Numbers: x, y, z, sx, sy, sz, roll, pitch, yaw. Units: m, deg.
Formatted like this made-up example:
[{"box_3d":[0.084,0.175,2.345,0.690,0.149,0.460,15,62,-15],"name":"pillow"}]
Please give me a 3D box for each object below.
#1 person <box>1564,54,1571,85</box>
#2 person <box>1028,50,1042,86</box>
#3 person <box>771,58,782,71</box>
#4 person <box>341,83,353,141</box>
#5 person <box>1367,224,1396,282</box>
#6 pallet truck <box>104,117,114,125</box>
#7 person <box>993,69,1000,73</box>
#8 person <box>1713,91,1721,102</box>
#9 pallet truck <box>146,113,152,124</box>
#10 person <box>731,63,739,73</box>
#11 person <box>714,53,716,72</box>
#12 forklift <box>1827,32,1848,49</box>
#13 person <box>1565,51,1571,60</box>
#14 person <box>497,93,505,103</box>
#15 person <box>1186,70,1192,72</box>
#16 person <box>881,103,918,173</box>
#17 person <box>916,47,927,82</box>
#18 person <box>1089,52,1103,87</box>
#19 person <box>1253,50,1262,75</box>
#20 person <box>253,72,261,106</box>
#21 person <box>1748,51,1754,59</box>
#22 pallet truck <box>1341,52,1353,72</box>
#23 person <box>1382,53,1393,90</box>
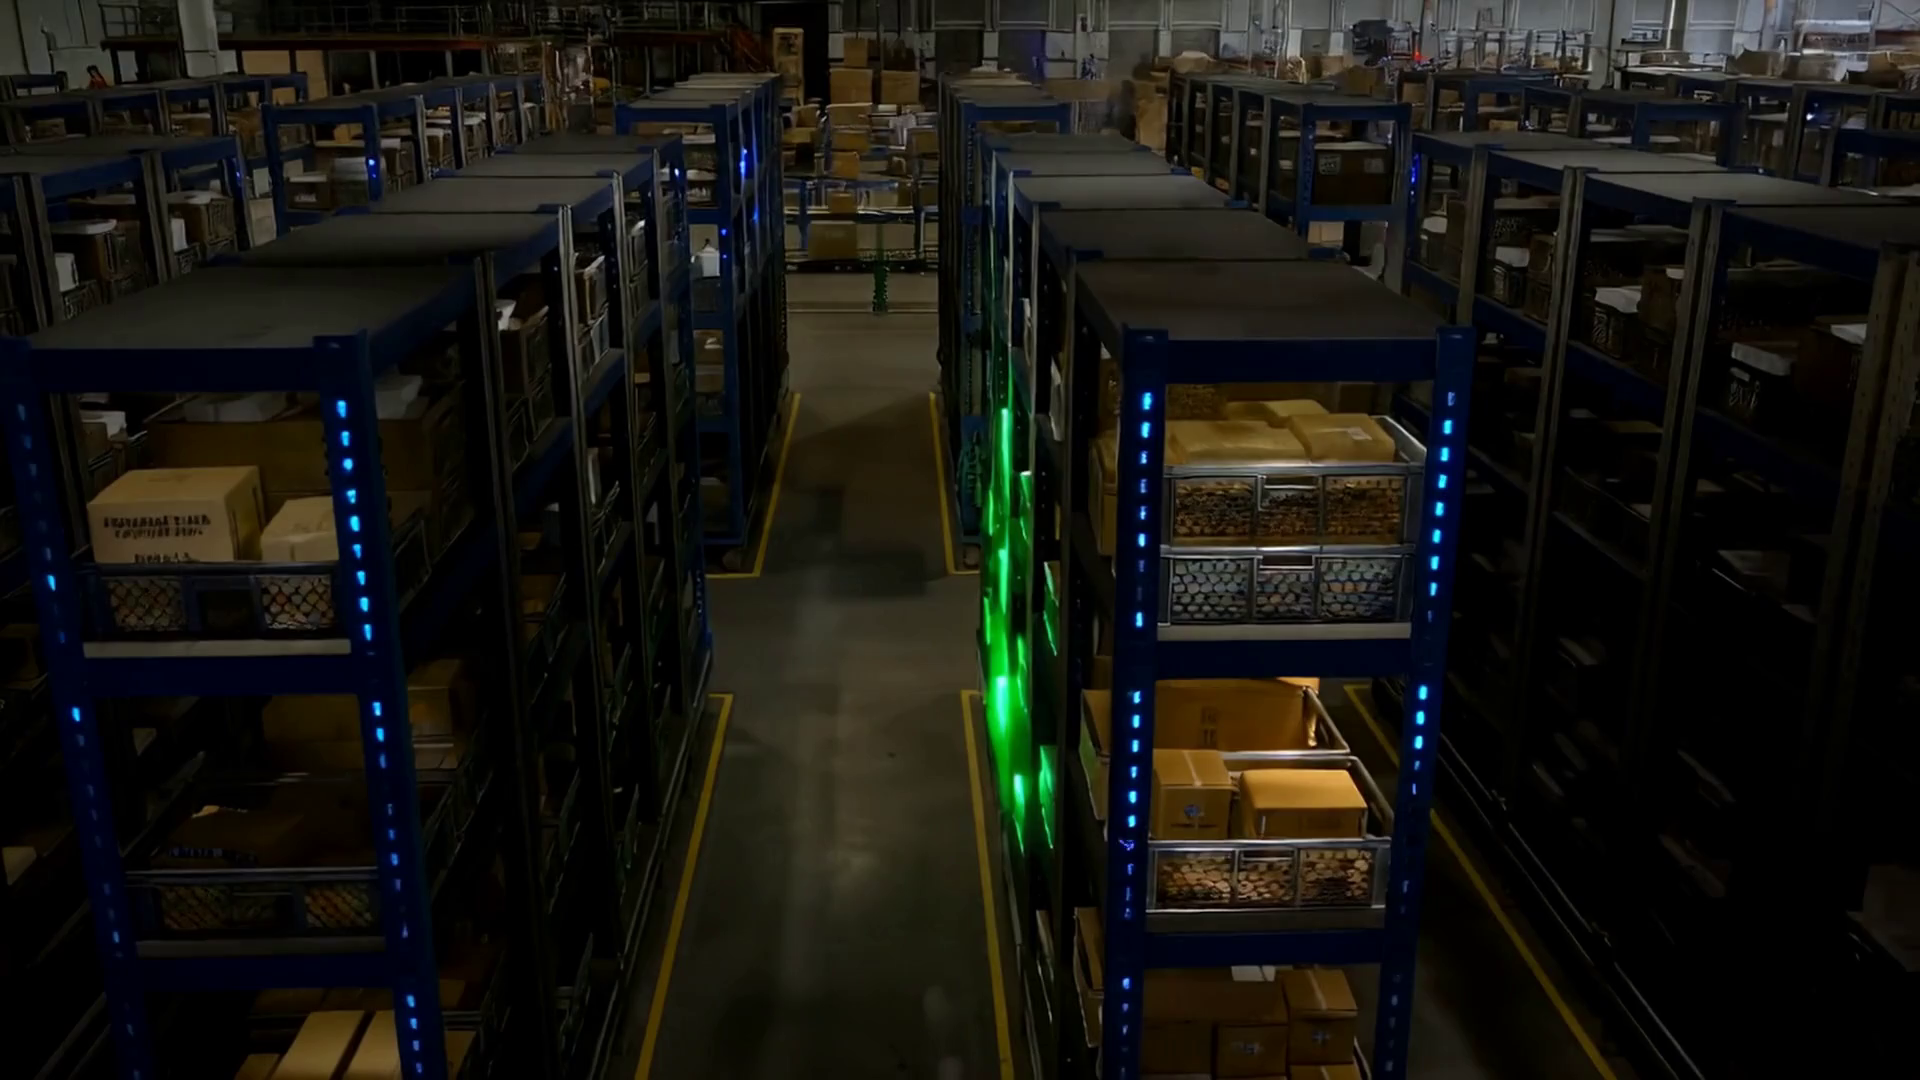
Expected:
[{"box_3d":[32.487,-25.217,89.192,0.927,1.694,0.495,-17,24,-42],"name":"person"},{"box_3d":[4.023,-25.364,89.376,0.988,1.873,0.595,9,20,26],"name":"person"},{"box_3d":[-9.749,-25.185,88.780,0.568,1.884,1.003,-12,21,-33],"name":"person"},{"box_3d":[-19.315,-13.470,52.543,0.344,1.882,0.585,-1,18,-3],"name":"person"},{"box_3d":[4.878,-2.763,19.425,0.921,1.877,0.627,-1,18,-3],"name":"person"},{"box_3d":[-18.367,-7.885,35.078,1.885,1.965,0.823,1,18,2],"name":"pallet truck"},{"box_3d":[1.348,-16.393,61.336,1.050,2.000,0.680,1,18,2],"name":"person"},{"box_3d":[24.985,-14.153,54.634,0.553,1.908,0.893,8,20,23],"name":"person"},{"box_3d":[-18.087,-8.309,36.390,1.885,1.965,0.823,-1,18,-4],"name":"pallet truck"},{"box_3d":[-8.911,-17.727,65.485,0.612,2.028,0.723,15,23,39],"name":"person"},{"box_3d":[-13.493,-25.856,91.169,0.315,1.696,0.541,-1,18,-3],"name":"person"},{"box_3d":[46.023,-25.321,87.619,1.129,2.768,1.873,-1,18,-2],"name":"forklift"},{"box_3d":[32.881,-25.610,90.261,0.987,1.791,0.538,-11,21,-31],"name":"person"},{"box_3d":[-17.141,-16.659,62.406,1.005,1.878,0.572,-5,18,-14],"name":"person"},{"box_3d":[8.554,-16.604,62.177,0.464,1.922,0.641,7,19,19],"name":"person"},{"box_3d":[-1.553,-10.412,43.201,1.003,1.808,0.544,-1,18,-3],"name":"person"},{"box_3d":[-2.101,-26.175,91.739,0.621,1.961,0.936,-6,19,-18],"name":"person"},{"box_3d":[7.194,-25.021,88.410,0.660,1.798,0.918,-14,23,-37],"name":"person"},{"box_3d":[15.378,-24.362,86.099,0.587,1.971,0.648,9,20,26],"name":"person"},{"box_3d":[-25.883,-16.298,61.319,1.057,1.876,0.609,-12,22,-33],"name":"person"},{"box_3d":[45.508,-27.326,95.820,0.375,1.625,0.546,-4,18,-11],"name":"person"},{"box_3d":[18.794,-23.123,82.231,0.823,1.965,1.885,-13,22,-35],"name":"pallet truck"},{"box_3d":[21.755,-23.914,84.944,0.802,1.840,0.521,-9,20,-25],"name":"person"}]
